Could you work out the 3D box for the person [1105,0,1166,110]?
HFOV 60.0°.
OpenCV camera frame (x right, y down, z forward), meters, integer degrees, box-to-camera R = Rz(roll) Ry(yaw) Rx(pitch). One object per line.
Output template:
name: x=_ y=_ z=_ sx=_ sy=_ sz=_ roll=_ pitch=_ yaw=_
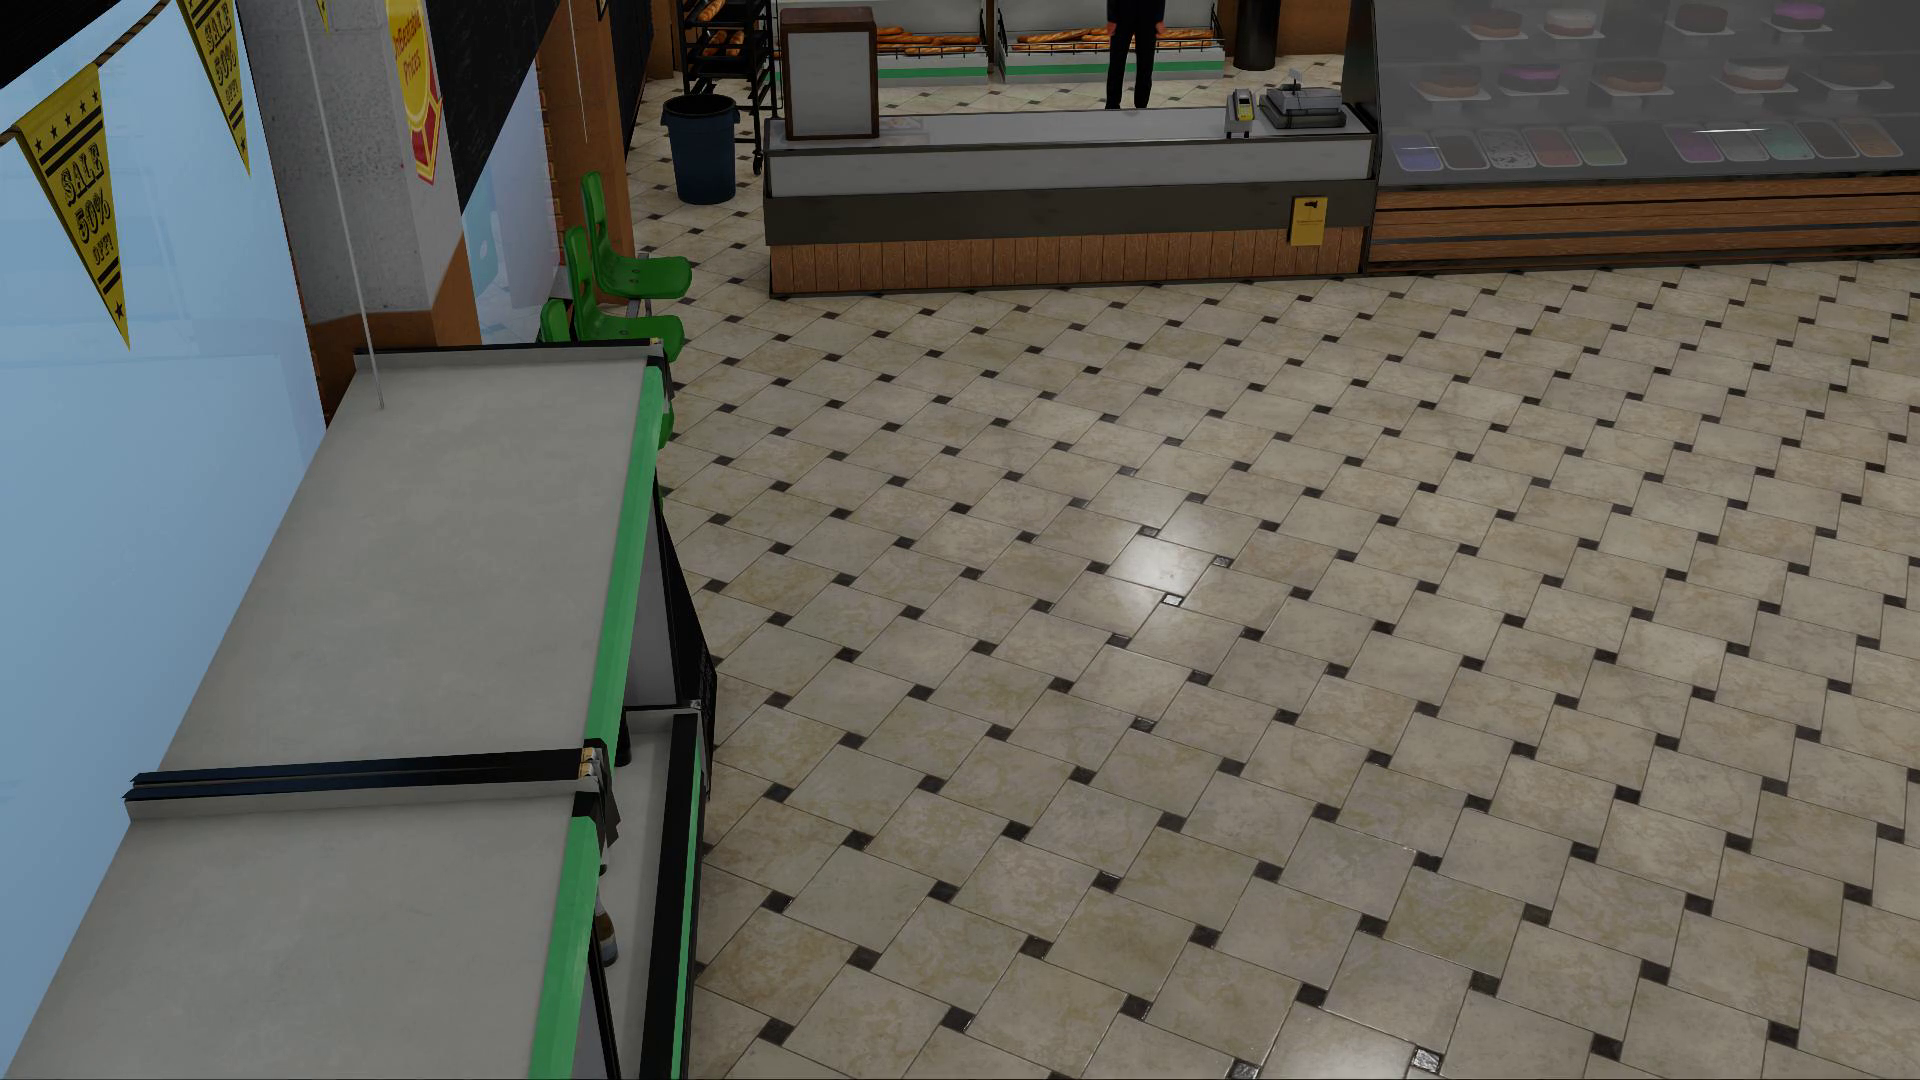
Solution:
person: x=1.426 y=-4.245 z=13.476 sx=0.625 sy=1.868 sz=0.571 roll=-2 pitch=32 yaw=-3
